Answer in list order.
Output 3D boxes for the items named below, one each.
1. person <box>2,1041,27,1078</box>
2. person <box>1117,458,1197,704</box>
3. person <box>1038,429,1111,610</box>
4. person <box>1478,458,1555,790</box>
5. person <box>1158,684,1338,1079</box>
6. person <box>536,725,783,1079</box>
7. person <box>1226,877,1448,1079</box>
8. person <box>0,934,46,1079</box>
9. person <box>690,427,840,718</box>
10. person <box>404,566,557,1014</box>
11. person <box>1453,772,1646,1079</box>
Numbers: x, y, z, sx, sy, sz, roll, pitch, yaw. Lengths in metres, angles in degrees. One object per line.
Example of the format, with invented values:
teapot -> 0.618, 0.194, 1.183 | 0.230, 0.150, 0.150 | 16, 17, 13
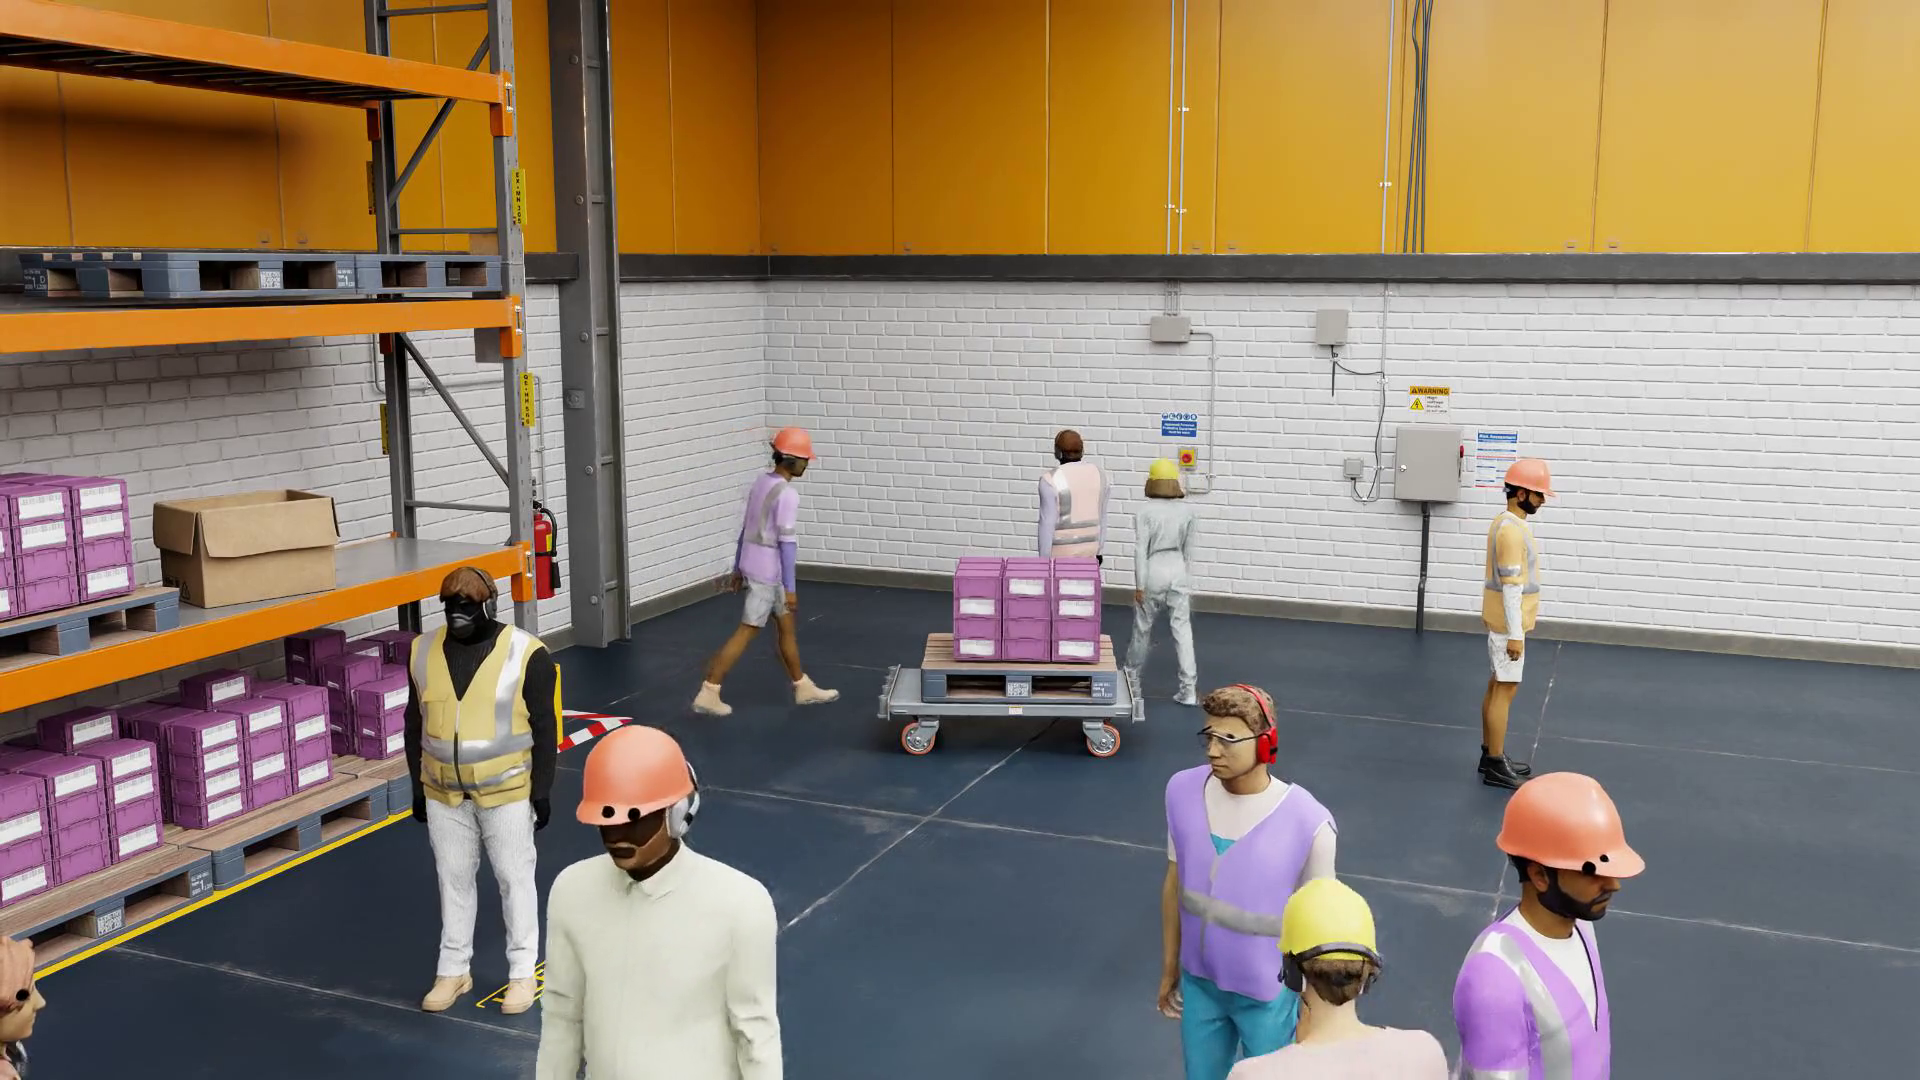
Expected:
person -> -2.648, 1.460, 4.530 | 0.782, 1.659, 0.558 | -6, 11, -33
person -> 1.413, 0.271, 11.683 | 0.486, 1.691, 0.879 | -3, 10, -17
person -> 0.807, 0.100, 12.285 | 0.627, 1.840, 0.429 | -6, 11, -34
person -> 3.238, 0.481, 9.710 | 0.368, 1.929, 0.542 | 2, 10, 13
person -> 0.839, 1.314, 4.906 | 0.564, 1.845, 0.389 | 9, 13, 43
person -> -0.725, 1.396, 4.010 | 0.633, 1.977, 0.439 | 4, 10, 21
person -> 0.789, 1.586, 3.589 | 0.521, 1.733, 0.547 | -4, 10, -25
person -> -2.073, 1.645, 3.567 | 0.318, 1.631, 0.513 | -7, 11, -35
person -> -1.369, 0.216, 11.243 | 1.066, 1.971, 0.650 | -4, 10, -22
person -> -1.950, 1.012, 6.752 | 0.625, 1.843, 0.430 | 1, 9, 7
person -> 1.308, 1.459, 3.756 | 0.360, 1.938, 0.545 | 7, 12, 35
